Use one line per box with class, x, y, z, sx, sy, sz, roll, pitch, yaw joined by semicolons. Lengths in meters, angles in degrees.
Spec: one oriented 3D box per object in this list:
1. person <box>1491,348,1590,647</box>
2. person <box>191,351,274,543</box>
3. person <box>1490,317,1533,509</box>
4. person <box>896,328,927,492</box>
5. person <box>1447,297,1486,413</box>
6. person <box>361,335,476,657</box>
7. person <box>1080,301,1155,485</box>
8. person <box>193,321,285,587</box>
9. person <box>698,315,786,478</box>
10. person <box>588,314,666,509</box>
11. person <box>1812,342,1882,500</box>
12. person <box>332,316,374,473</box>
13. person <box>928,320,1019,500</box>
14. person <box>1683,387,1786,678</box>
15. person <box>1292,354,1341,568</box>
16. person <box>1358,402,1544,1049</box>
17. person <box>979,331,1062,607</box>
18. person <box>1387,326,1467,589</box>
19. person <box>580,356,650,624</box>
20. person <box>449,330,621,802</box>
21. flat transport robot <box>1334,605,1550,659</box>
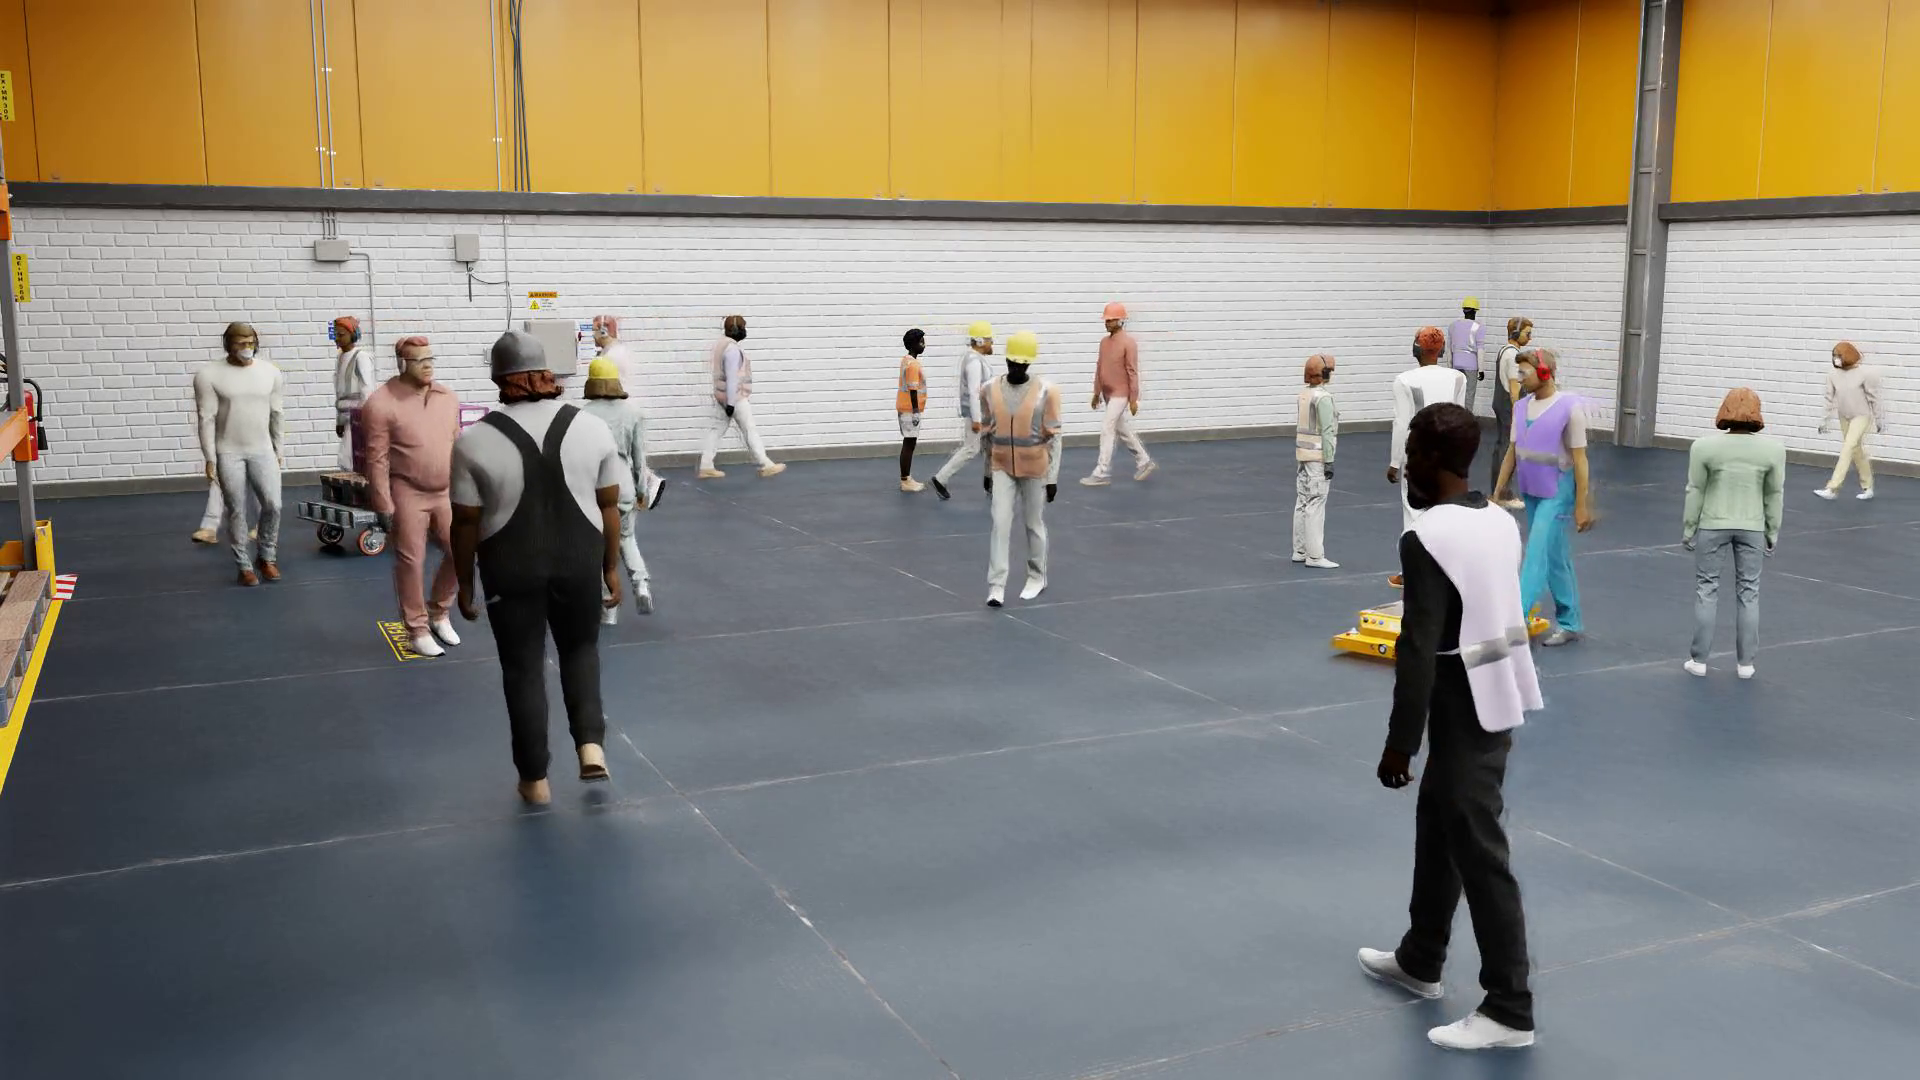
person;3.407;-0.232;9.960;0.905;1.803;0.591;-3;9;-15
person;-5.998;-0.849;13.824;0.645;1.794;0.829;1;9;8
person;5.295;-1.218;15.968;0.344;1.839;0.505;1;9;6
person;-0.496;-1.337;17.170;0.321;1.689;0.530;-1;9;-8
person;7.085;-2.433;23.261;0.397;1.918;0.587;-7;12;-38
person;-3.155;-0.252;9.787;0.433;1.895;0.670;7;12;38
person;1.725;-1.575;17.828;0.955;1.959;0.625;-4;10;-24
person;-5.138;-0.609;11.940;0.624;1.916;0.460;-7;11;-35
person;-2.447;-1.569;18.297;0.964;1.792;0.621;-4;10;-22
person;-3.134;-1.136;15.354;0.686;1.886;0.657;-1;9;-9
person;8.809;-1.172;16.486;0.868;1.562;0.506;-3;10;-19
person;-5.459;-1.070;14.943;0.427;1.870;0.661;-7;12;-38
person;0.129;-1.267;16.390;0.838;1.808;0.595;1;9;6
person;4.316;-0.038;9.300;0.497;1.627;0.274;3;9;15
person;2.735;-0.606;12.784;0.306;1.640;0.523;-2;9;-11
person;1.481;0.542;4.970;0.659;1.882;0.605;6;11;34
person;0.391;-0.474;11.247;0.615;1.871;0.970;3;10;18
person;3.312;-0.576;11.850;0.575;1.882;0.355;-3;10;-18
person;-2.253;-0.312;10.689;0.497;1.733;0.426;-7;11;-36
person;-1.819;0.110;7.100;0.706;2.000;0.540;-4;10;-24
flat transport robot;2.948;0.509;10.099;1.431;0.197;0.652;-9;13;-44
